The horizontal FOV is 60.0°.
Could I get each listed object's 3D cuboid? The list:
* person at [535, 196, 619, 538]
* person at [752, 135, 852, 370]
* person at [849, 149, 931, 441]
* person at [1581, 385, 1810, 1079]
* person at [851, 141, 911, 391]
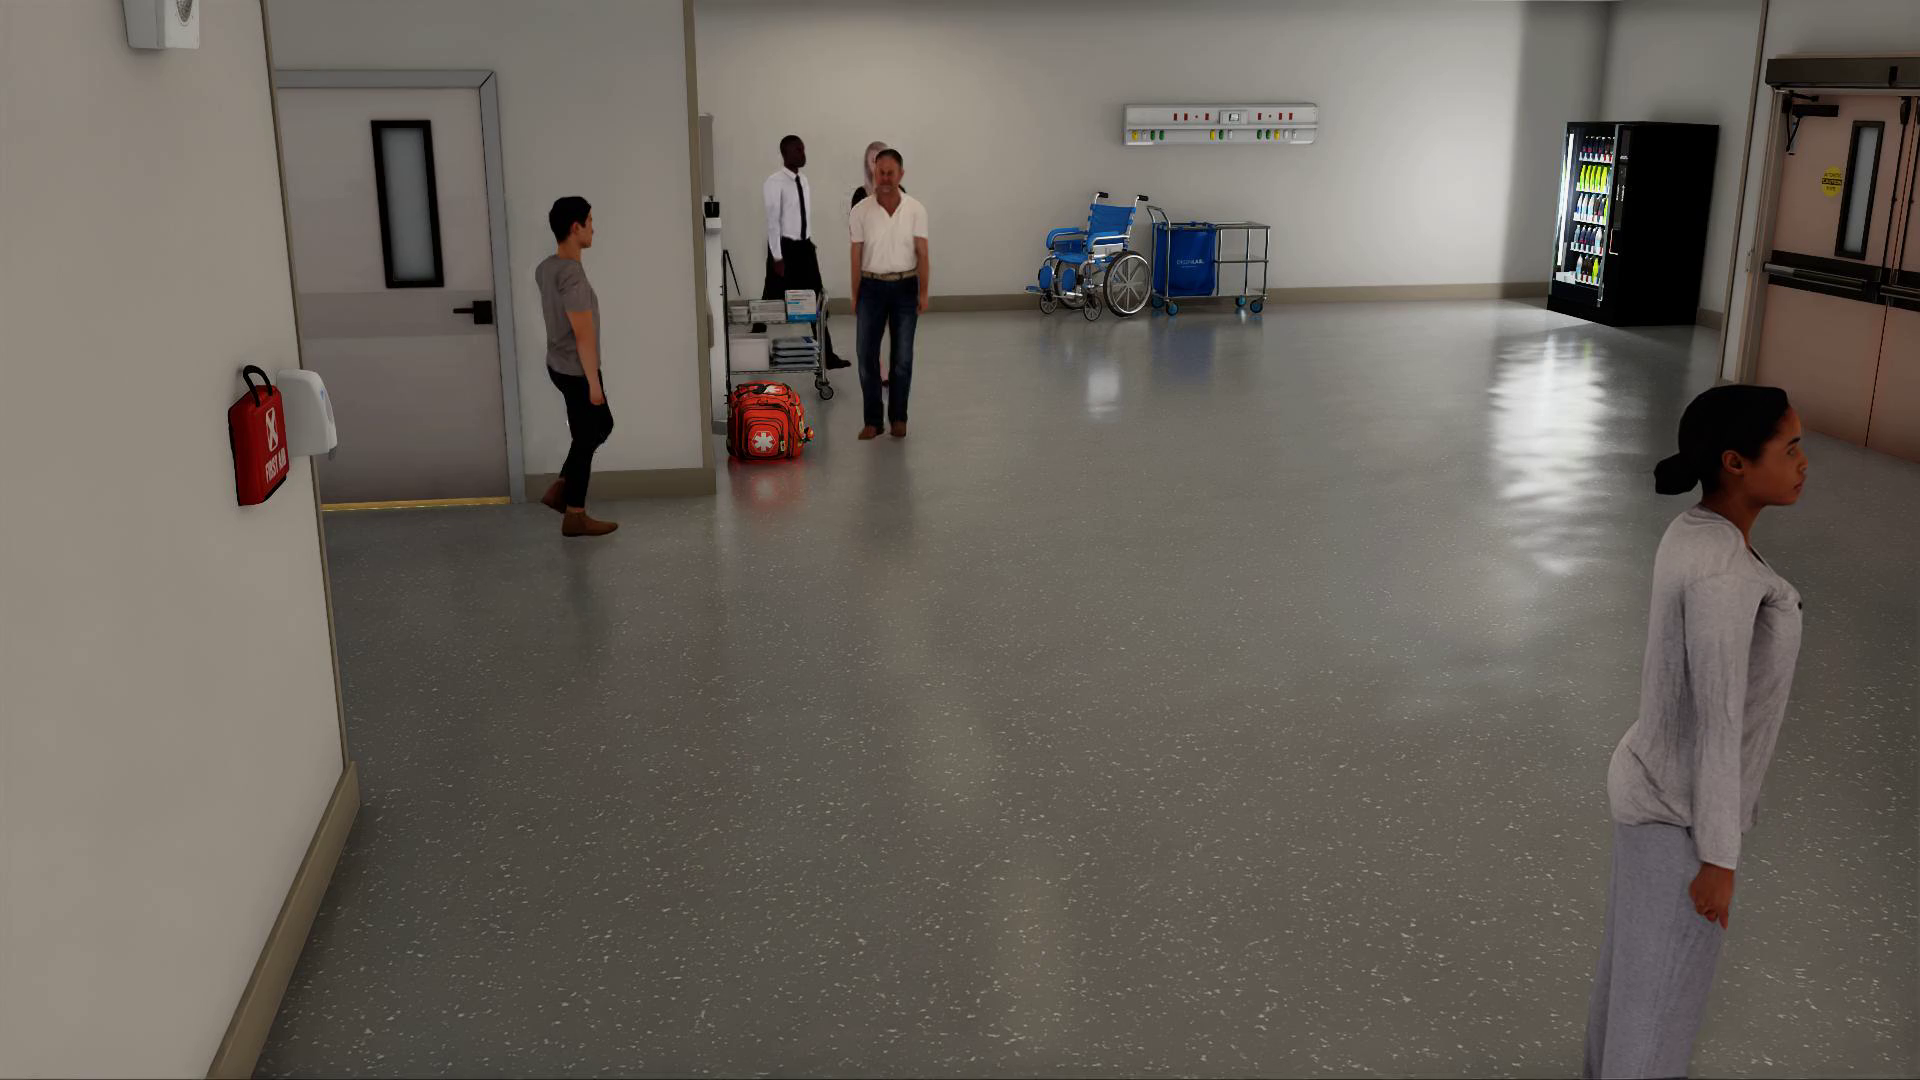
[{"bbox_3d":[-2.010,-0.846,8.339,0.769,1.702,0.673,-7,17,-24],"label":"person"},{"bbox_3d":[-1.401,-2.201,12.997,1.322,1.784,1.231,11,19,34],"label":"person"},{"bbox_3d":[-0.438,-1.584,10.716,0.816,1.833,0.938,0,16,1],"label":"person"},{"bbox_3d":[1.465,0.536,3.376,0.768,1.735,0.642,5,17,17],"label":"person"},{"bbox_3d":[-0.600,-2.007,12.278,0.660,1.799,0.899,-5,17,-18],"label":"person"}]
